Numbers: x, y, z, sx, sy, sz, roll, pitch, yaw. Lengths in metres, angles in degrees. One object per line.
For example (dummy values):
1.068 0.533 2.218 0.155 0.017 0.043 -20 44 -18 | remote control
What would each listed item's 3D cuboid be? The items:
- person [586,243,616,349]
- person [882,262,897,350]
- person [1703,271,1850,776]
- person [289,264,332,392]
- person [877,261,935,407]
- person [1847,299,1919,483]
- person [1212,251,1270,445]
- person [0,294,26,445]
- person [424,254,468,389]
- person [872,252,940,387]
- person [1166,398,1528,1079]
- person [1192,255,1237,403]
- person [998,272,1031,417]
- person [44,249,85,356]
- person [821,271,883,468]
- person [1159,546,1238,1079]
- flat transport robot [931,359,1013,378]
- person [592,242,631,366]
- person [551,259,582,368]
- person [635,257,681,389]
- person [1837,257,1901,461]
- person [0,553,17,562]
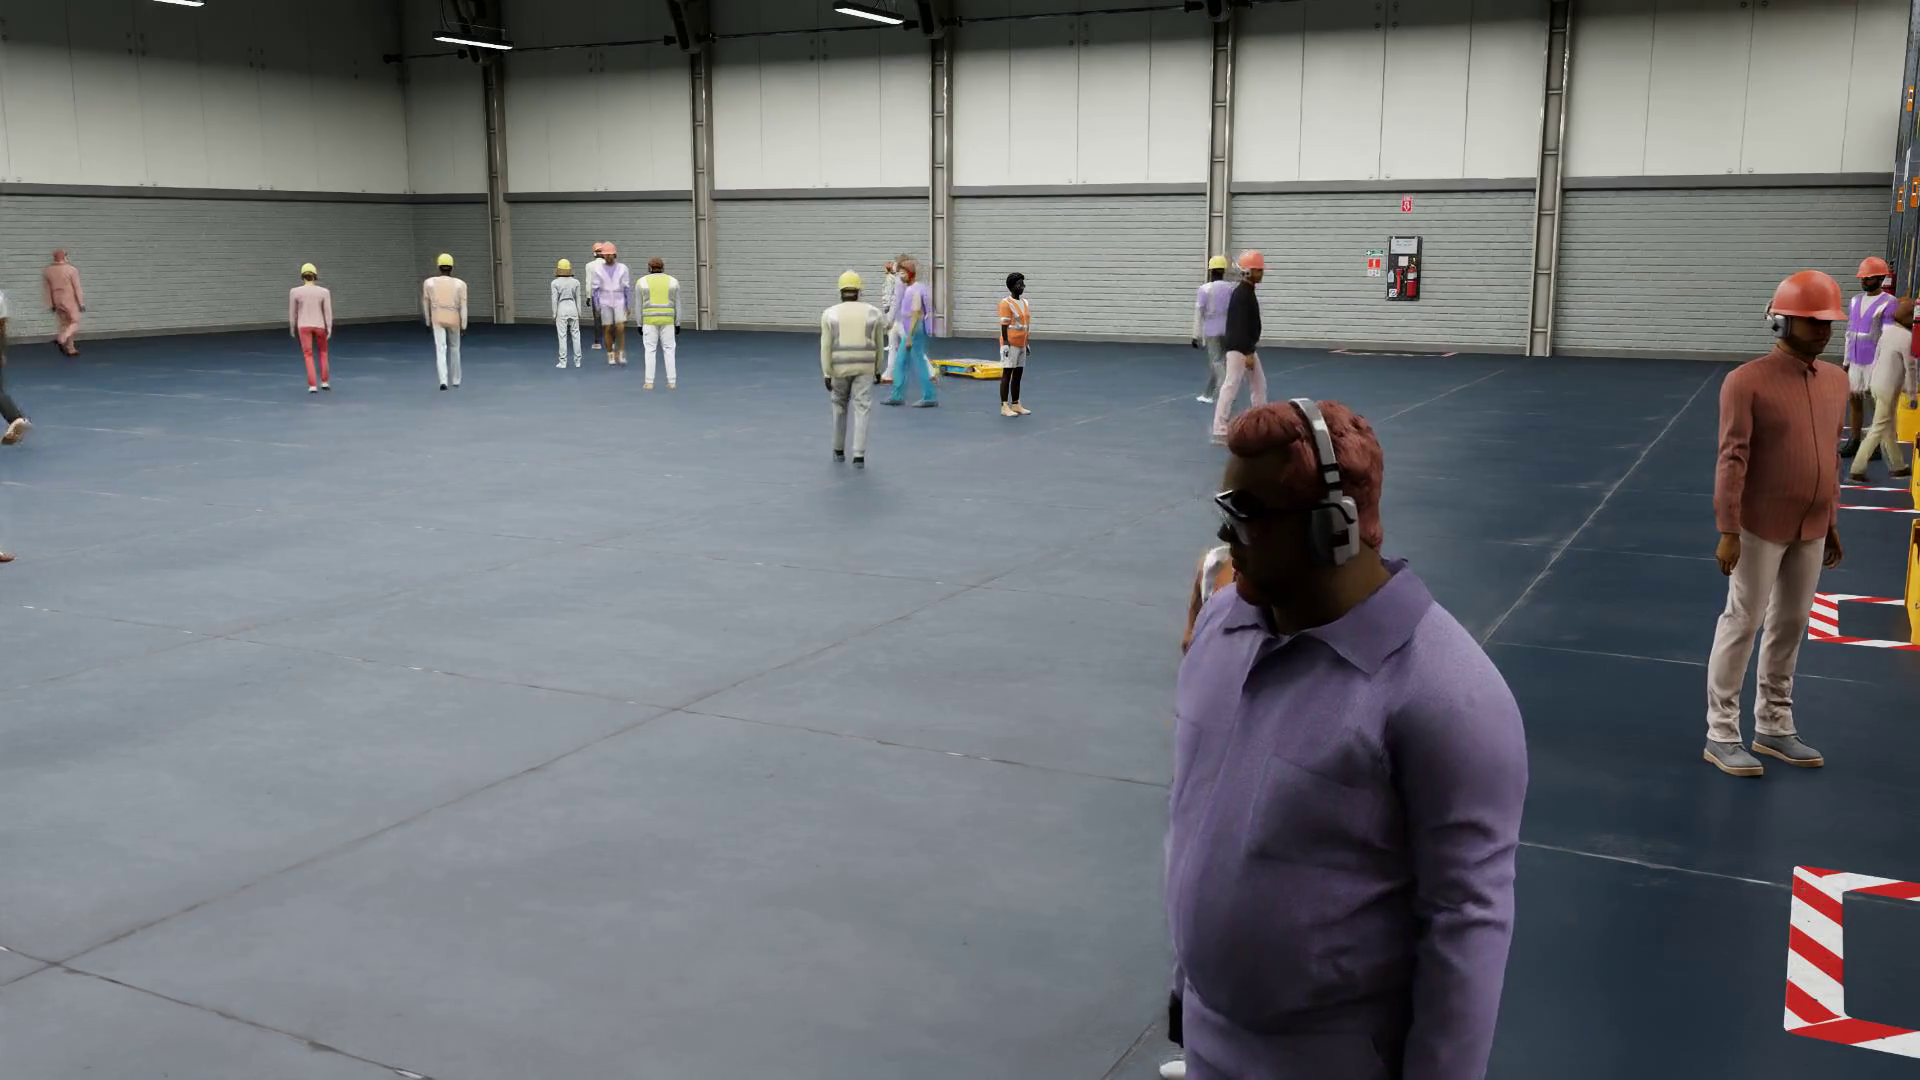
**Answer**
-6.761 -4.600 31.363 0.608 1.987 0.388 -6 12 -31 | person
-1.293 -4.362 31.008 0.310 1.642 0.514 1 10 7 | person
3.260 -0.061 6.592 0.625 1.991 0.390 -4 11 -20 | person
-8.902 -2.903 22.795 0.538 1.736 0.802 -5 12 -25 | person
-0.676 -2.515 20.472 0.833 1.803 0.594 -2 11 -13 | person
8.013 -1.263 14.224 0.731 1.585 0.578 0 10 1 | person
2.974 -1.925 16.841 0.872 1.956 0.653 4 11 18 | person
-9.746 -1.907 16.534 0.873 2.000 0.704 4 11 23 | person
-7.176 -3.052 23.249 0.590 1.881 1.017 -3 11 -14 | person
-0.747 -3.093 23.417 0.985 1.899 0.630 1 10 5 | person
0.501 0.737 2.498 0.399 1.902 0.642 -6 12 -28 | person
3.235 -2.616 20.832 0.600 1.888 0.964 -4 11 -23 | person
0.650 -2.301 19.622 0.318 1.697 0.535 7 13 34 | person
-15.787 -4.180 29.316 0.663 1.889 0.633 2 11 13 | person
-1.009 -1.599 15.528 0.590 1.783 0.925 -1 10 -7 | person
0.751 0.614 3.977 0.352 1.612 0.606 -6 12 -31 | person
0.185 -2.611 25.197 0.652 0.197 1.431 -7 13 -34 | flat transport robot
-5.662 -3.828 27.092 0.609 2.003 0.911 -3 11 -14 | person
-6.366 -3.660 26.899 0.487 1.746 0.290 -6 12 -31 | person
-4.194 -3.014 23.142 0.626 1.836 0.428 -3 11 -17 | person
8.592 -1.708 15.771 0.386 1.930 0.540 -3 11 -15 | person
-6.519 -0.747 10.737 0.567 1.853 0.512 0 10 -1 | person
